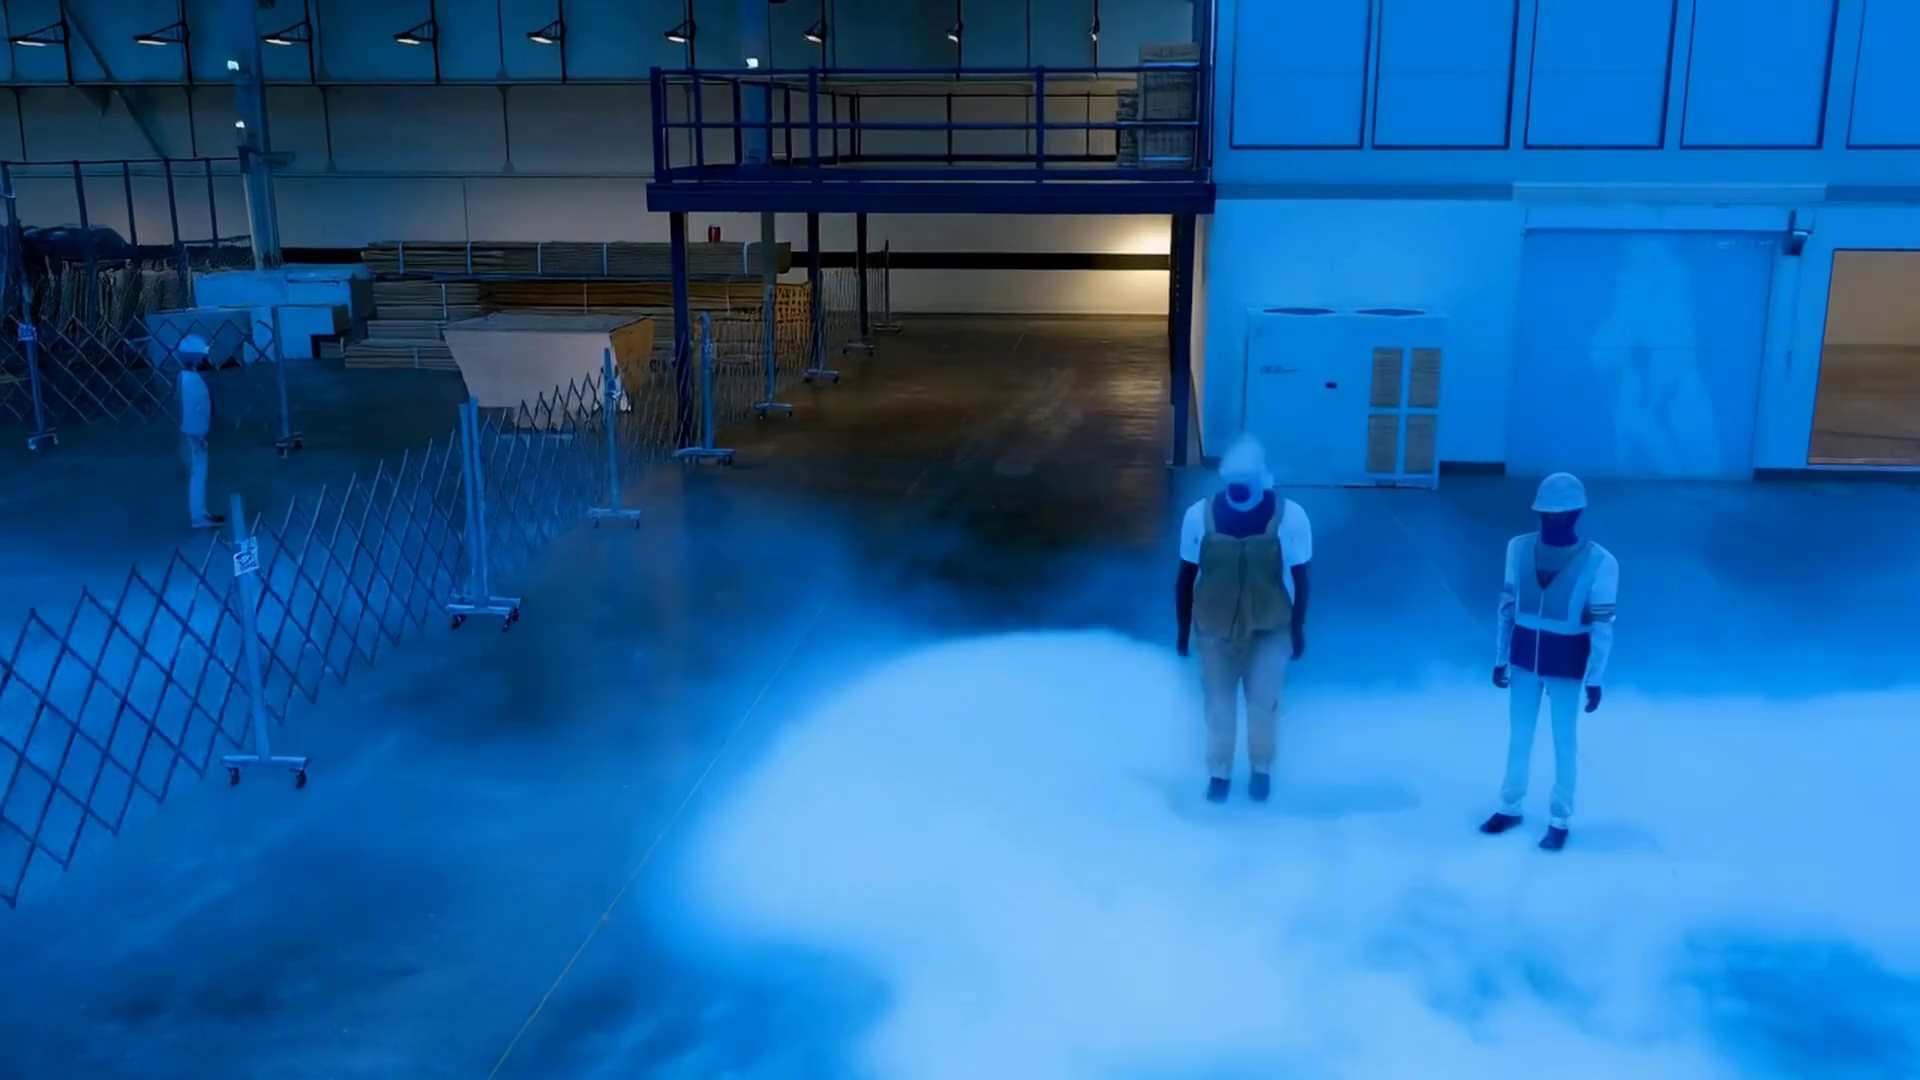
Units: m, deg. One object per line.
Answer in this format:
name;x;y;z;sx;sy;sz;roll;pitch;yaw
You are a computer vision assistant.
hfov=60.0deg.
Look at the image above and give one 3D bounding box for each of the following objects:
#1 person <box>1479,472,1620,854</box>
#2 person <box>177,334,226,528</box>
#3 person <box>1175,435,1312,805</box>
person;2.938;0.606;8.297;0.585;1.929;0.375;13;19;43
person;-6.941;-1.002;15.207;0.327;1.767;0.533;-7;15;-26
person;1.471;0.427;8.794;0.700;2.000;0.538;4;14;18
